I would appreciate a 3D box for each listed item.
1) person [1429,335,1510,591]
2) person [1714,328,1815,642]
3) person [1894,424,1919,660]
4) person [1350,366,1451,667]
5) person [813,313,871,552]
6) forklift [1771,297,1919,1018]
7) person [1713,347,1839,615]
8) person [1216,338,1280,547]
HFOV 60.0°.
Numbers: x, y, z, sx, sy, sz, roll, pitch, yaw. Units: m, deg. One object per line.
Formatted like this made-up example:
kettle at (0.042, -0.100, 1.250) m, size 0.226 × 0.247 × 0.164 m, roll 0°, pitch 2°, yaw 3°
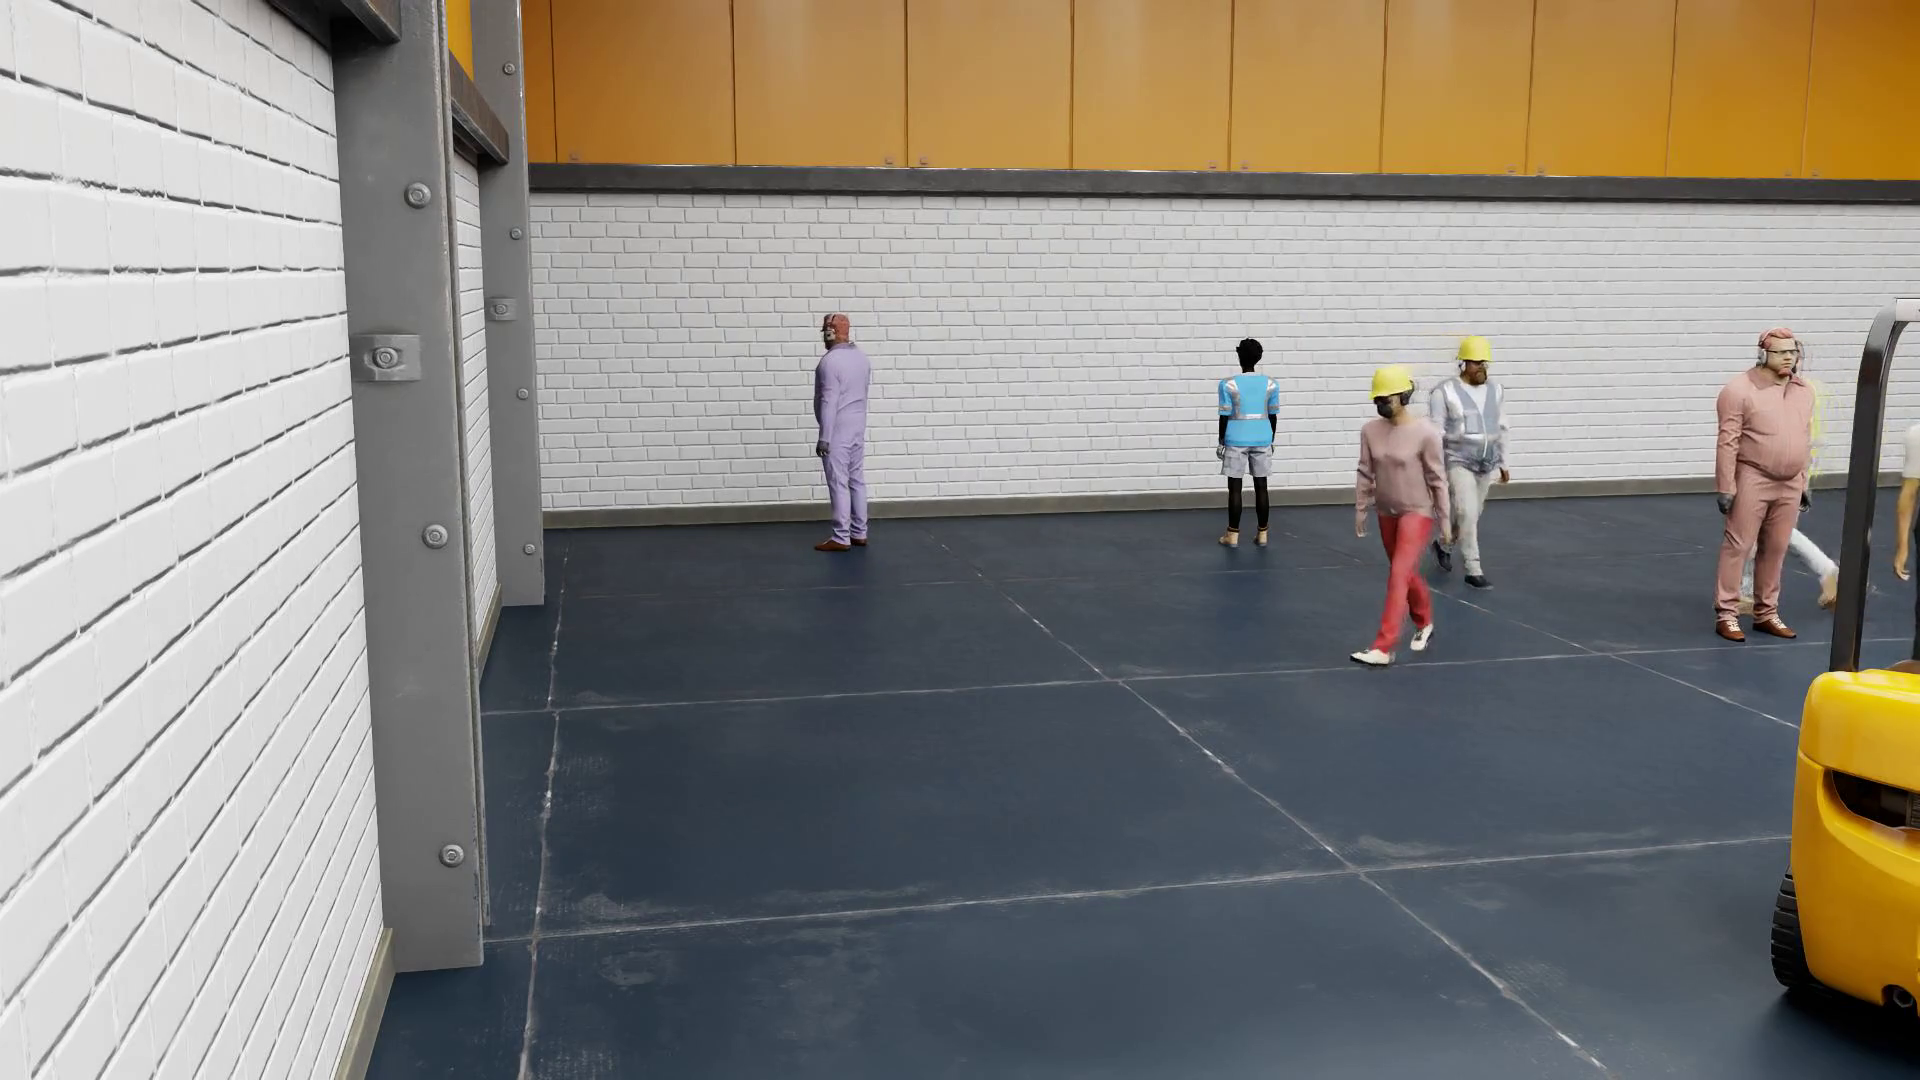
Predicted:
person at (3.632, -0.581, 11.985) m, size 0.623 × 1.798 × 0.851 m, roll -3°, pitch 10°, yaw -17°
person at (4.911, -0.333, 10.118) m, size 0.651 × 1.906 × 0.403 m, roll -2°, pitch 10°, yaw -13°
person at (4.800, 0.048, 8.017) m, size 0.523 × 1.841 × 0.406 m, roll 4°, pitch 10°, yaw 25°
person at (2.569, -0.145, 9.573) m, size 0.926 × 1.715 × 0.564 m, roll -8°, pitch 12°, yaw -39°
person at (-0.973, -0.861, 13.341) m, size 0.403 × 1.904 × 0.652 m, roll 5°, pitch 10°, yaw 26°
forklift at (3.542, 0.334, 5.177) m, size 2.313 × 2.155 × 1.214 m, roll -9°, pitch 13°, yaw -43°
person at (5.361, -0.394, 10.727) m, size 0.725 × 1.825 × 0.644 m, roll 6°, pitch 11°, yaw 34°
person at (2.328, -0.783, 13.496) m, size 0.535 × 1.697 × 0.318 m, roll -2°, pitch 10°, yaw -12°
